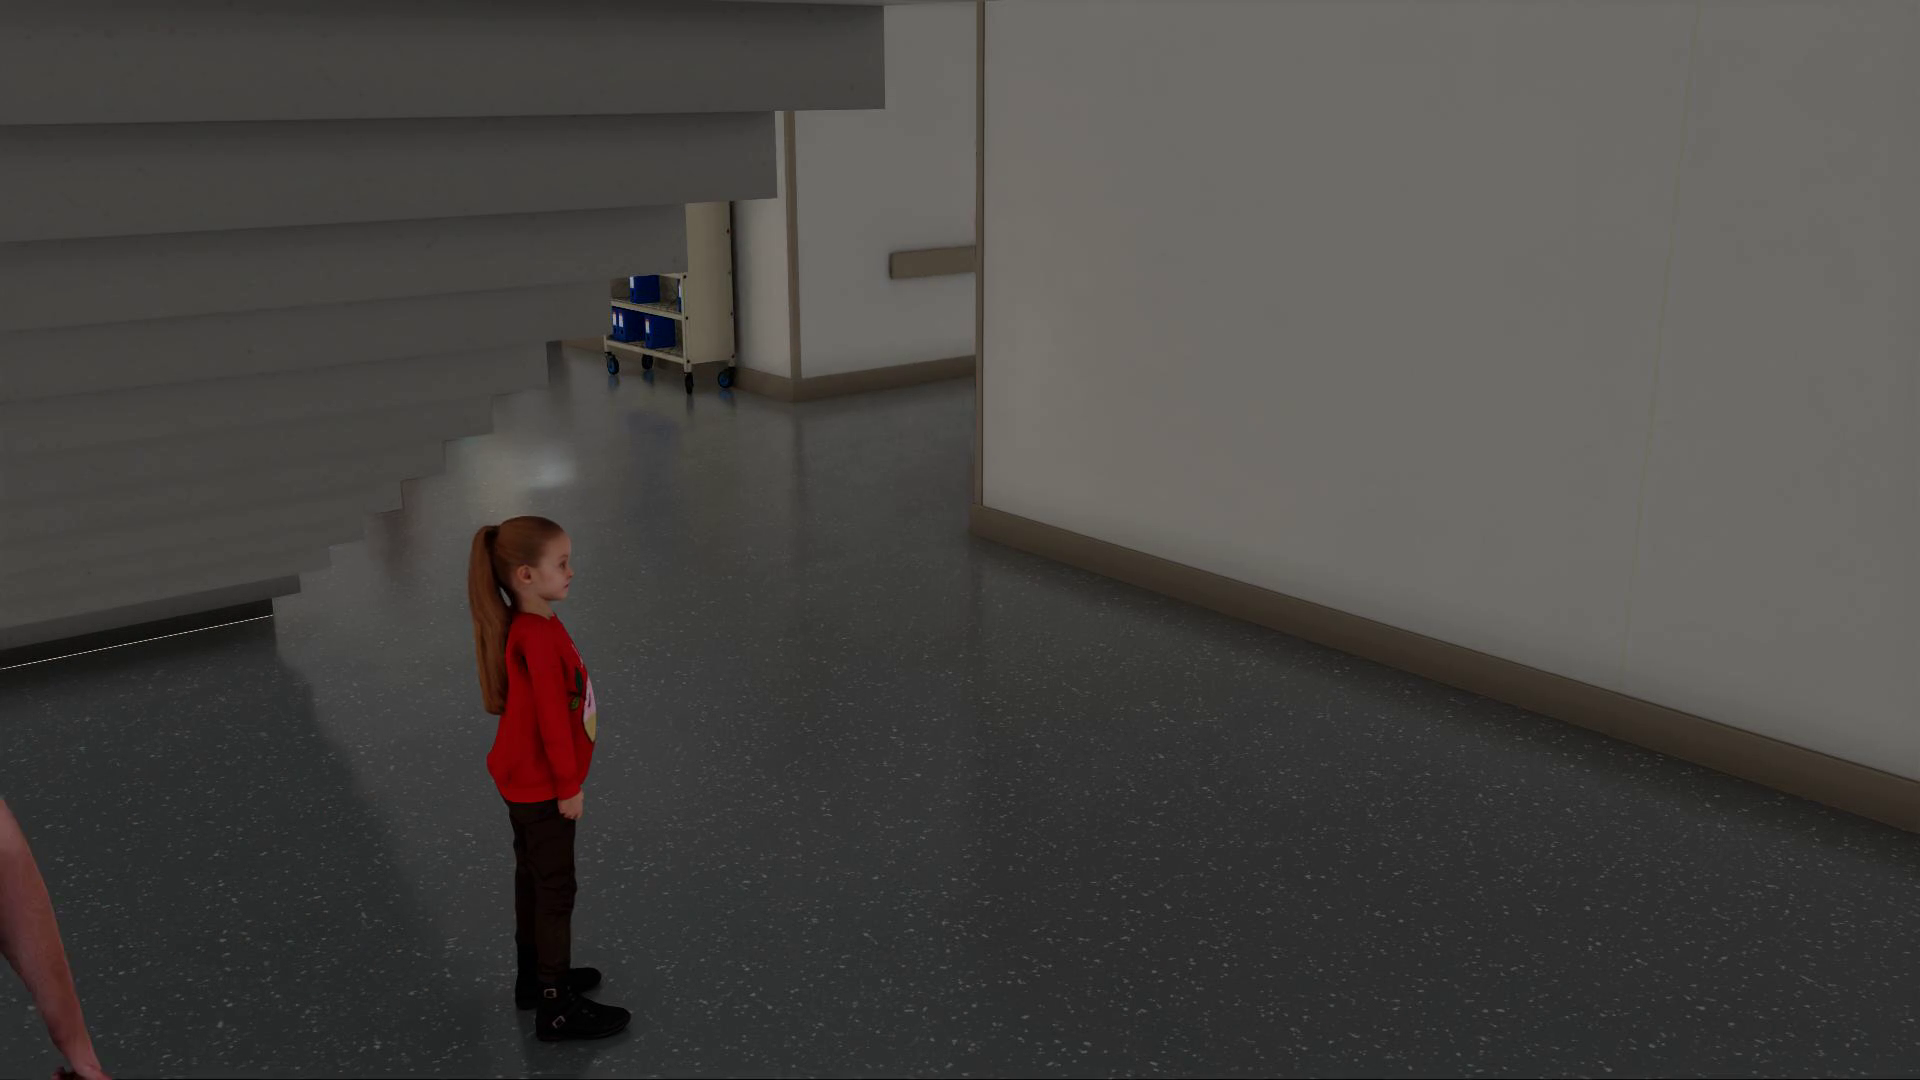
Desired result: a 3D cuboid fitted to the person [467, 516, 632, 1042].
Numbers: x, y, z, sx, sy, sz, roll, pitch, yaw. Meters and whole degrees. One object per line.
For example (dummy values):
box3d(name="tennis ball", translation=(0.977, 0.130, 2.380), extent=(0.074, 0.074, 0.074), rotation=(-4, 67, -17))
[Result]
box3d(name="person", translation=(-1.007, 0.566, 4.002), extent=(0.595, 1.281, 0.484), rotation=(-8, 18, -26))
